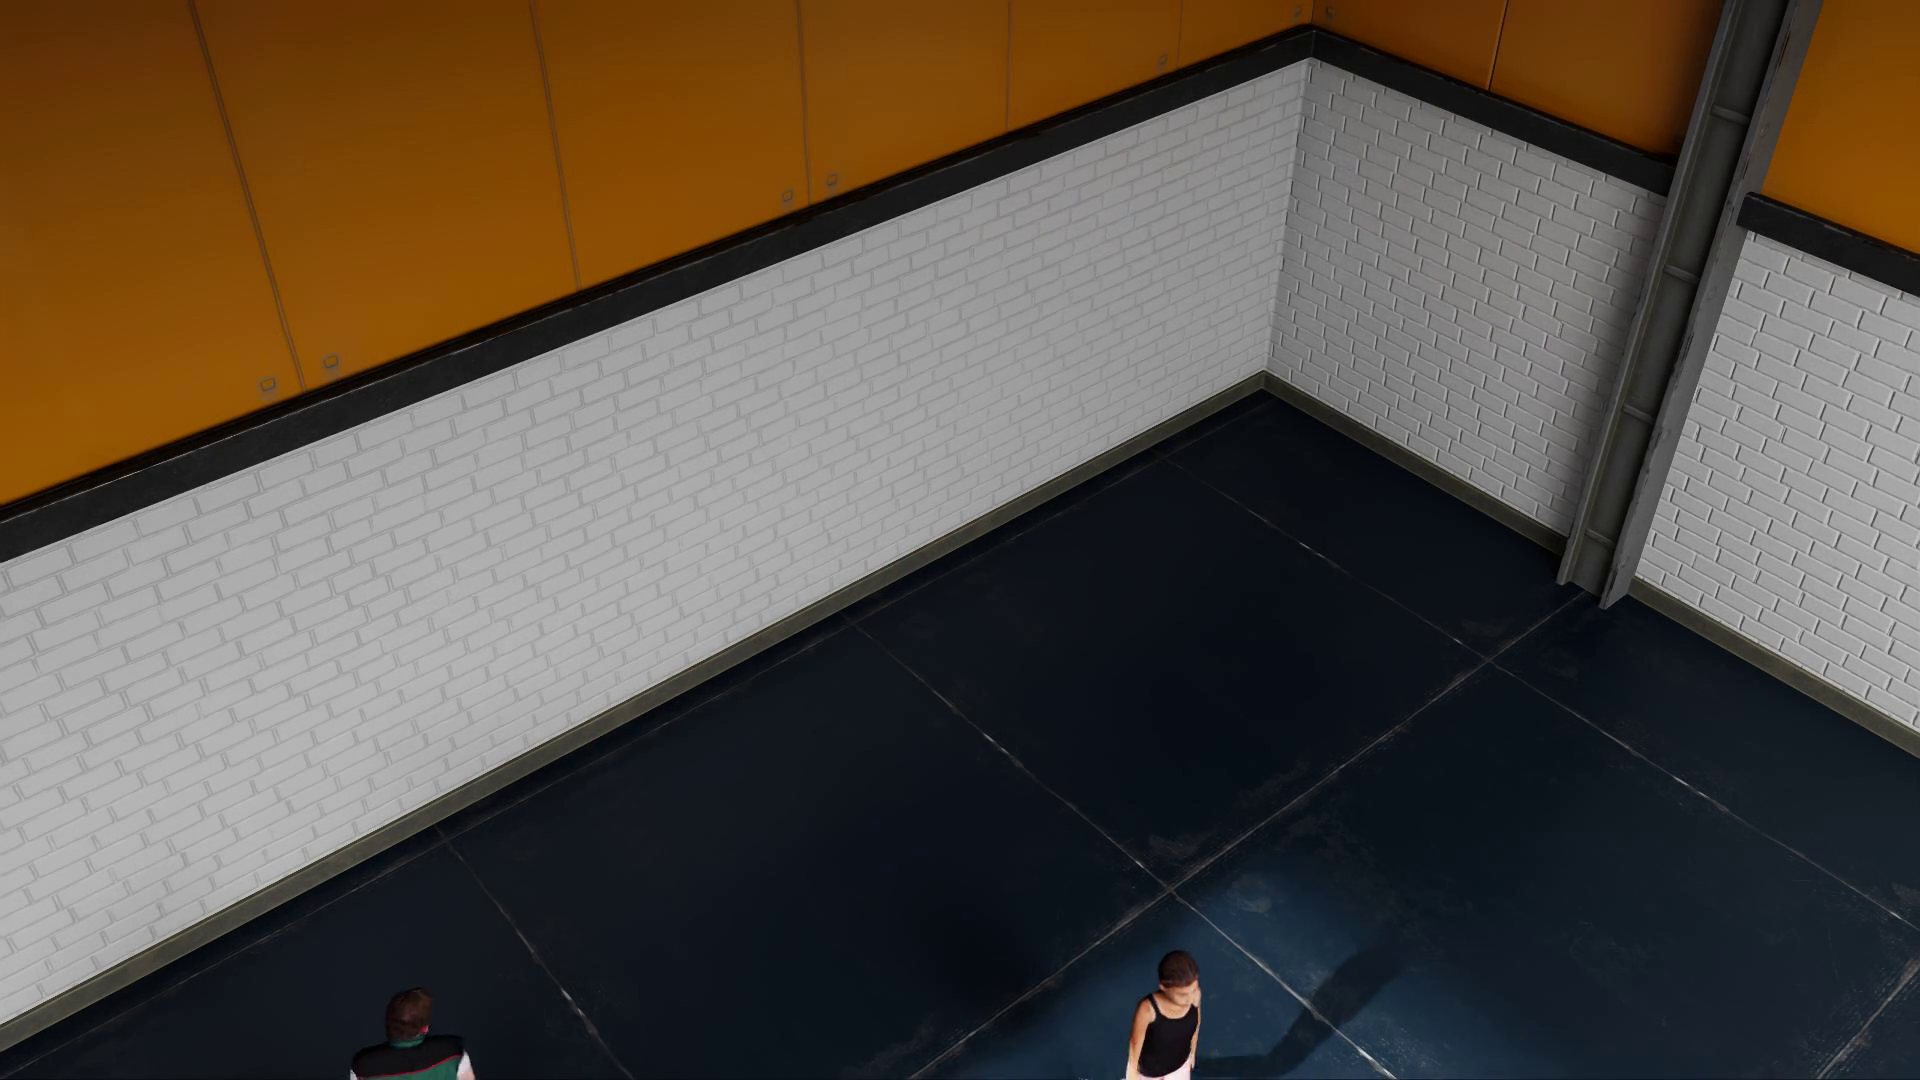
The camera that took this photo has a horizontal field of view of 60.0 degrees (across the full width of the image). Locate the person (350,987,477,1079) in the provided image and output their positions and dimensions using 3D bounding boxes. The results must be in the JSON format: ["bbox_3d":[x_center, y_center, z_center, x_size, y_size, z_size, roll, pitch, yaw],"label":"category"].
[{"bbox_3d":[-2.344,2.594,7.293,0.735,1.821,0.722,-24,44,-27],"label":"person"}]

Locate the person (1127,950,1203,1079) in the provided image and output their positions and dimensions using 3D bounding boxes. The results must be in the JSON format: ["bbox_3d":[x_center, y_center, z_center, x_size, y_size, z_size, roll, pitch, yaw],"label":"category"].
[{"bbox_3d":[0.896,2.399,7.752,0.659,1.552,0.819,-15,41,-18],"label":"person"}]
